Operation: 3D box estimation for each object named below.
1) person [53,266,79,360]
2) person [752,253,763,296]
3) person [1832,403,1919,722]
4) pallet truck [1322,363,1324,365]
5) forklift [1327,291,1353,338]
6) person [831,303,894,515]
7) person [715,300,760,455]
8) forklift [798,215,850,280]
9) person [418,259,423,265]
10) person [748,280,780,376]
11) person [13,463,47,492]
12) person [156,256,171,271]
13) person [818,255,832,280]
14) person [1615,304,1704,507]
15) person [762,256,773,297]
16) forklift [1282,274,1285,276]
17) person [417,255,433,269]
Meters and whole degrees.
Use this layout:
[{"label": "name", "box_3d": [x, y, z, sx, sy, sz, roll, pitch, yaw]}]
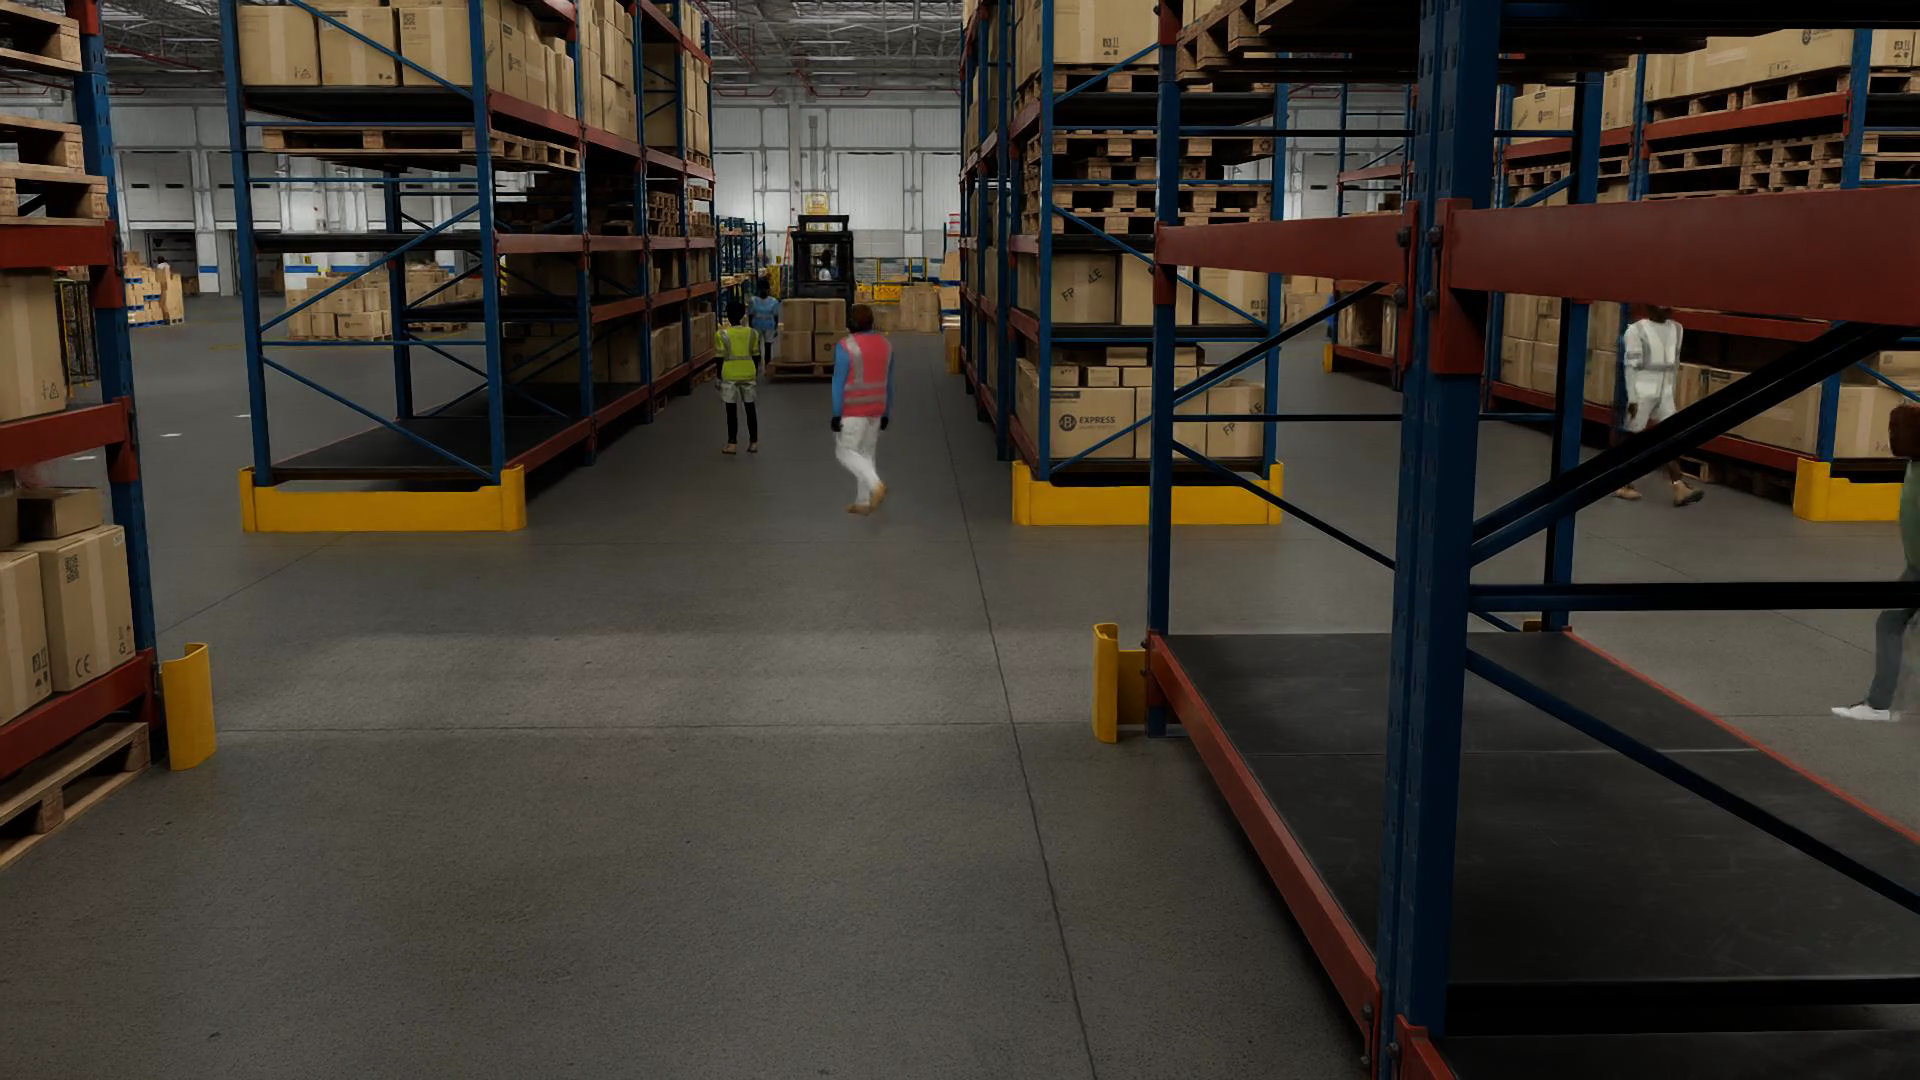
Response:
[{"label": "person", "box_3d": [-17.738, -4.529, 32.978, 0.552, 1.935, 0.374, -6, 12, -30]}, {"label": "person", "box_3d": [-8.051, -10.446, 66.093, 0.569, 1.873, 0.990, 3, 11, 16]}, {"label": "person", "box_3d": [4.731, 0.136, 7.964, 0.790, 1.585, 0.510, 6, 12, 30]}, {"label": "pallet truck", "box_3d": [7.712, -4.157, 30.737, 1.885, 1.965, 0.823, 3, 11, 16]}, {"label": "forklift", "box_3d": [9.791, -6.229, 39.822, 1.873, 2.768, 1.129, -9, 14, -42]}, {"label": "person", "box_3d": [-0.799, -1.090, 14.124, 0.566, 1.831, 0.637, 10, 14, 43]}, {"label": "person", "box_3d": [-2.458, -1.791, 18.387, 0.532, 1.699, 0.322, -6, 12, -28]}, {"label": "forklift", "box_3d": [-2.480, -4.566, 30.559, 1.129, 2.768, 1.873, 0, 10, -2]}, {"label": "person", "box_3d": [-20.287, -9.760, 62.787, 0.317, 1.696, 0.540, 0, 10, 2]}, {"label": "person", "box_3d": [-3.418, -3.682, 28.954, 0.558, 1.672, 0.621, -1, 10, -4]}, {"label": "person", "box_3d": [-7.446, -0.854, 12.734, 1.003, 1.853, 0.668, 0, 10, 1]}, {"label": "person", "box_3d": [-27.983, -9.043, 58.408, 0.429, 1.840, 0.624, 1, 10, 7]}, {"label": "person", "box_3d": [-3.725, -6.914, 46.180, 0.366, 1.967, 0.602, -5, 11, -26]}, {"label": "person", "box_3d": [6.194, -1.286, 14.755, 0.641, 1.989, 1.031, -3, 11, -15]}, {"label": "person", "box_3d": [-7.091, -9.502, 61.064, 0.878, 1.808, 0.522, 3, 11, 15]}, {"label": "forklift", "box_3d": [12.247, -10.290, 62.443, 1.129, 2.768, 1.873, 0, 10, -3]}, {"label": "person", "box_3d": [-16.708, -7.983, 52.310, 0.977, 1.897, 0.657, 7, 12, 33]}]
